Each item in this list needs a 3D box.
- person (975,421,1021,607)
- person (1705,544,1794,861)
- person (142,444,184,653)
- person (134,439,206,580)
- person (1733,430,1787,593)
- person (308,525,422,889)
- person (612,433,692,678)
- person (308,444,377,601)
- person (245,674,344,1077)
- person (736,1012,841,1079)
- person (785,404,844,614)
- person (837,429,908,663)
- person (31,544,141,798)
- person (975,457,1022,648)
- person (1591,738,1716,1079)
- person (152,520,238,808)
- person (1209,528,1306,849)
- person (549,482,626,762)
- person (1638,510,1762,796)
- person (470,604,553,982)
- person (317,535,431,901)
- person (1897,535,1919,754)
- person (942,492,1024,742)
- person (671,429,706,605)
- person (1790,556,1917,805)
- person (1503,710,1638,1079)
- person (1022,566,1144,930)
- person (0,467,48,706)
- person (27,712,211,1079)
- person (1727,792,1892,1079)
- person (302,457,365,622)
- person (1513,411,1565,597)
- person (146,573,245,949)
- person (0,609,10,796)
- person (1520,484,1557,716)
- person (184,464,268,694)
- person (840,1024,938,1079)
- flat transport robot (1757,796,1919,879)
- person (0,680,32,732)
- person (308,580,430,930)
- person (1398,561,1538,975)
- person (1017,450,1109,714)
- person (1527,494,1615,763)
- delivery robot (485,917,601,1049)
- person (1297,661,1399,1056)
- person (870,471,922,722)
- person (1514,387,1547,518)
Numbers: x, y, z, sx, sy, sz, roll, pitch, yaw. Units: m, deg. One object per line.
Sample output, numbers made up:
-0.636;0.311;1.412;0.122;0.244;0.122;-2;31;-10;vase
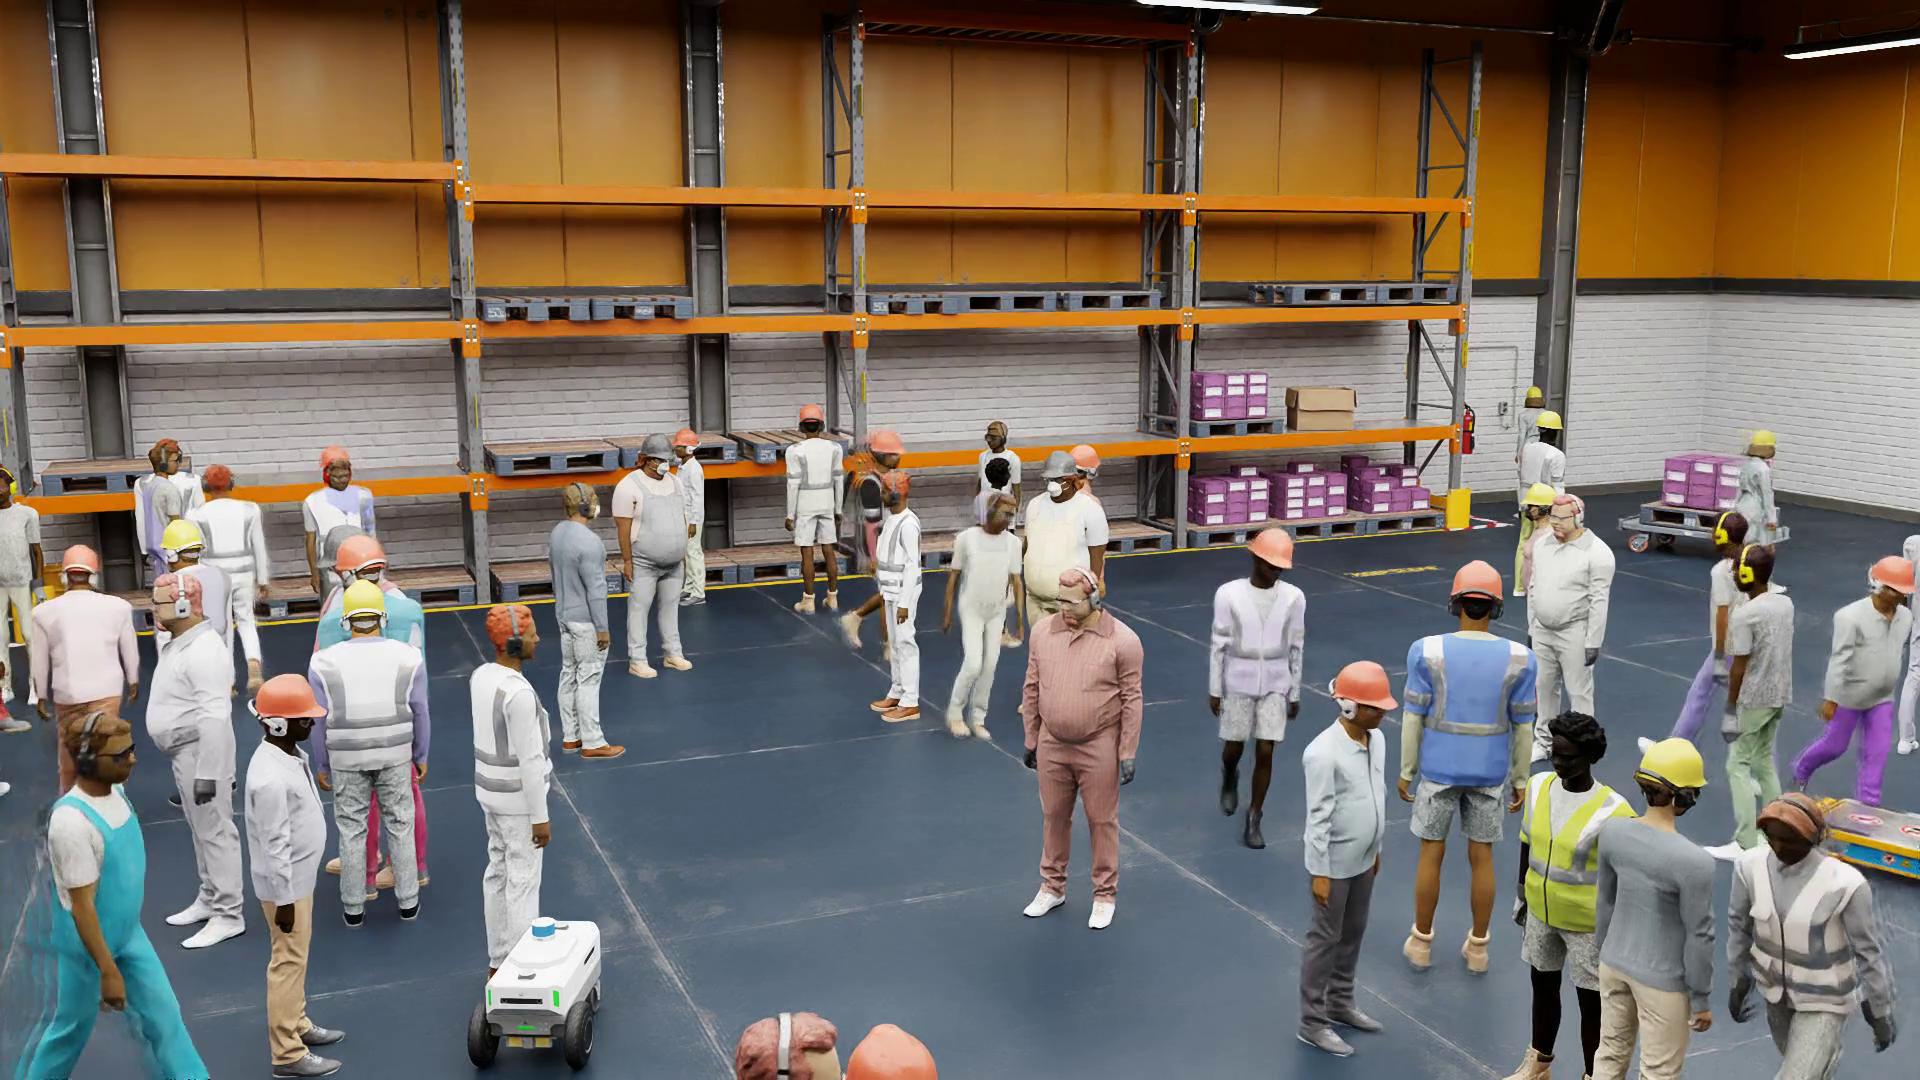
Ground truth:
0.365;-0.258;16.464;0.506;1.846;0.345;7;12;35;person
4.539;0.943;9.523;0.552;1.850;0.415;-6;12;-33;person
-6.878;0.088;14.472;0.513;1.843;0.335;7;12;35;person
-6.873;0.054;14.562;0.575;1.882;0.362;-3;10;-16;person
8.117;-0.252;16.778;0.784;1.711;0.511;1;10;3;person
-3.314;0.907;9.189;0.685;2.000;0.535;7;12;37;person
-2.498;0.111;13.775;0.535;2.000;0.680;9;13;43;person
-5.088;0.175;13.706;0.551;1.934;0.373;-8;13;-39;person
-2.838;1.419;7.101;0.343;1.743;0.557;-3;10;-16;person
-0.375;1.939;3.636;0.403;1.904;0.651;-5;11;-25;person
-1.429;-0.301;16.155;0.615;2.037;0.390;-6;12;-31;person
-0.705;0.055;14.150;0.695;2.024;0.610;3;10;18;person
-5.393;0.874;10.285;0.591;1.725;0.682;-5;11;-27;person
0.329;0.110;14.772;0.318;1.697;0.535;-7;12;-33;person
2.543;1.586;6.098;0.339;1.761;0.524;-4;11;-22;person
-4.855;0.779;10.524;0.404;1.830;0.601;3;10;19;person
1.759;0.850;9.917;0.552;1.907;0.561;0;10;2;person
-2.600;0.558;11.490;0.372;1.940;0.629;-8;13;-39;person
5.005;0.723;10.930;0.533;1.807;1.014;-5;11;-27;person
-2.081;1.225;7.811;0.353;1.883;0.578;-8;13;-38;person
-3.192;0.959;9.056;0.406;1.986;0.618;10;14;44;person
6.761;0.593;11.512;0.327;1.865;0.521;-7;12;-37;person
0.177;0.554;11.911;0.584;1.804;0.360;-4;11;-23;person
-2.715;-0.234;16.576;0.318;1.756;0.559;-4;11;-23;person
5.474;0.903;10.179;0.582;1.711;0.781;-2;10;-14;person
2.457;1.508;6.709;0.319;1.696;0.539;-6;11;-30;person
0.611;1.071;8.653;0.653;1.899;0.405;5;11;26;person
-7.342;0.361;12.834;0.532;1.867;0.321;-2;10;-10;person
-3.218;1.529;6.324;0.986;1.791;0.533;-1;10;-4;person
3.073;1.678;6.066;0.898;1.575;0.568;-6;11;-30;person
-5.081;0.232;13.641;0.389;1.845;0.567;8;13;38;person
5.839;-0.336;16.722;0.394;1.919;0.581;-5;11;-28;person
-3.890;1.104;8.436;0.399;1.910;0.643;-6;12;-32;person
-6.370;0.737;10.509;0.594;1.921;0.387;-4;11;-22;person
4.370;0.451;12.605;0.314;1.769;0.523;3;10;15;person
-5.711;0.333;13.007;0.586;1.862;0.675;-7;12;-35;person
-0.150;1.970;3.884;0.562;1.753;0.327;-8;12;-37;person
5.393;1.739;9.488;0.652;0.197;1.431;-9;13;-41;flat transport robot
-7.263;0.447;12.126;0.817;1.940;0.642;0;10;3;person
-3.056;1.112;8.649;0.586;1.824;0.405;-4;11;-24;person
2.451;1.107;8.085;0.611;2.029;0.409;1;10;7;person
0.728;0.338;12.463;0.684;2.000;0.538;6;12;31;person
4.059;0.629;11.214;0.401;1.899;0.633;-6;11;-29;person
-1.838;1.917;7.373;0.477;0.478;0.707;0;10;2;delivery robot
1.721;1.381;7.321;0.351;1.743;0.570;10;14;44;person
-0.467;0.415;12.483;0.355;1.881;0.575;-3;10;-17;person
7.521;-1.144;21.879;0.487;1.736;0.321;-2;10;-13;person
